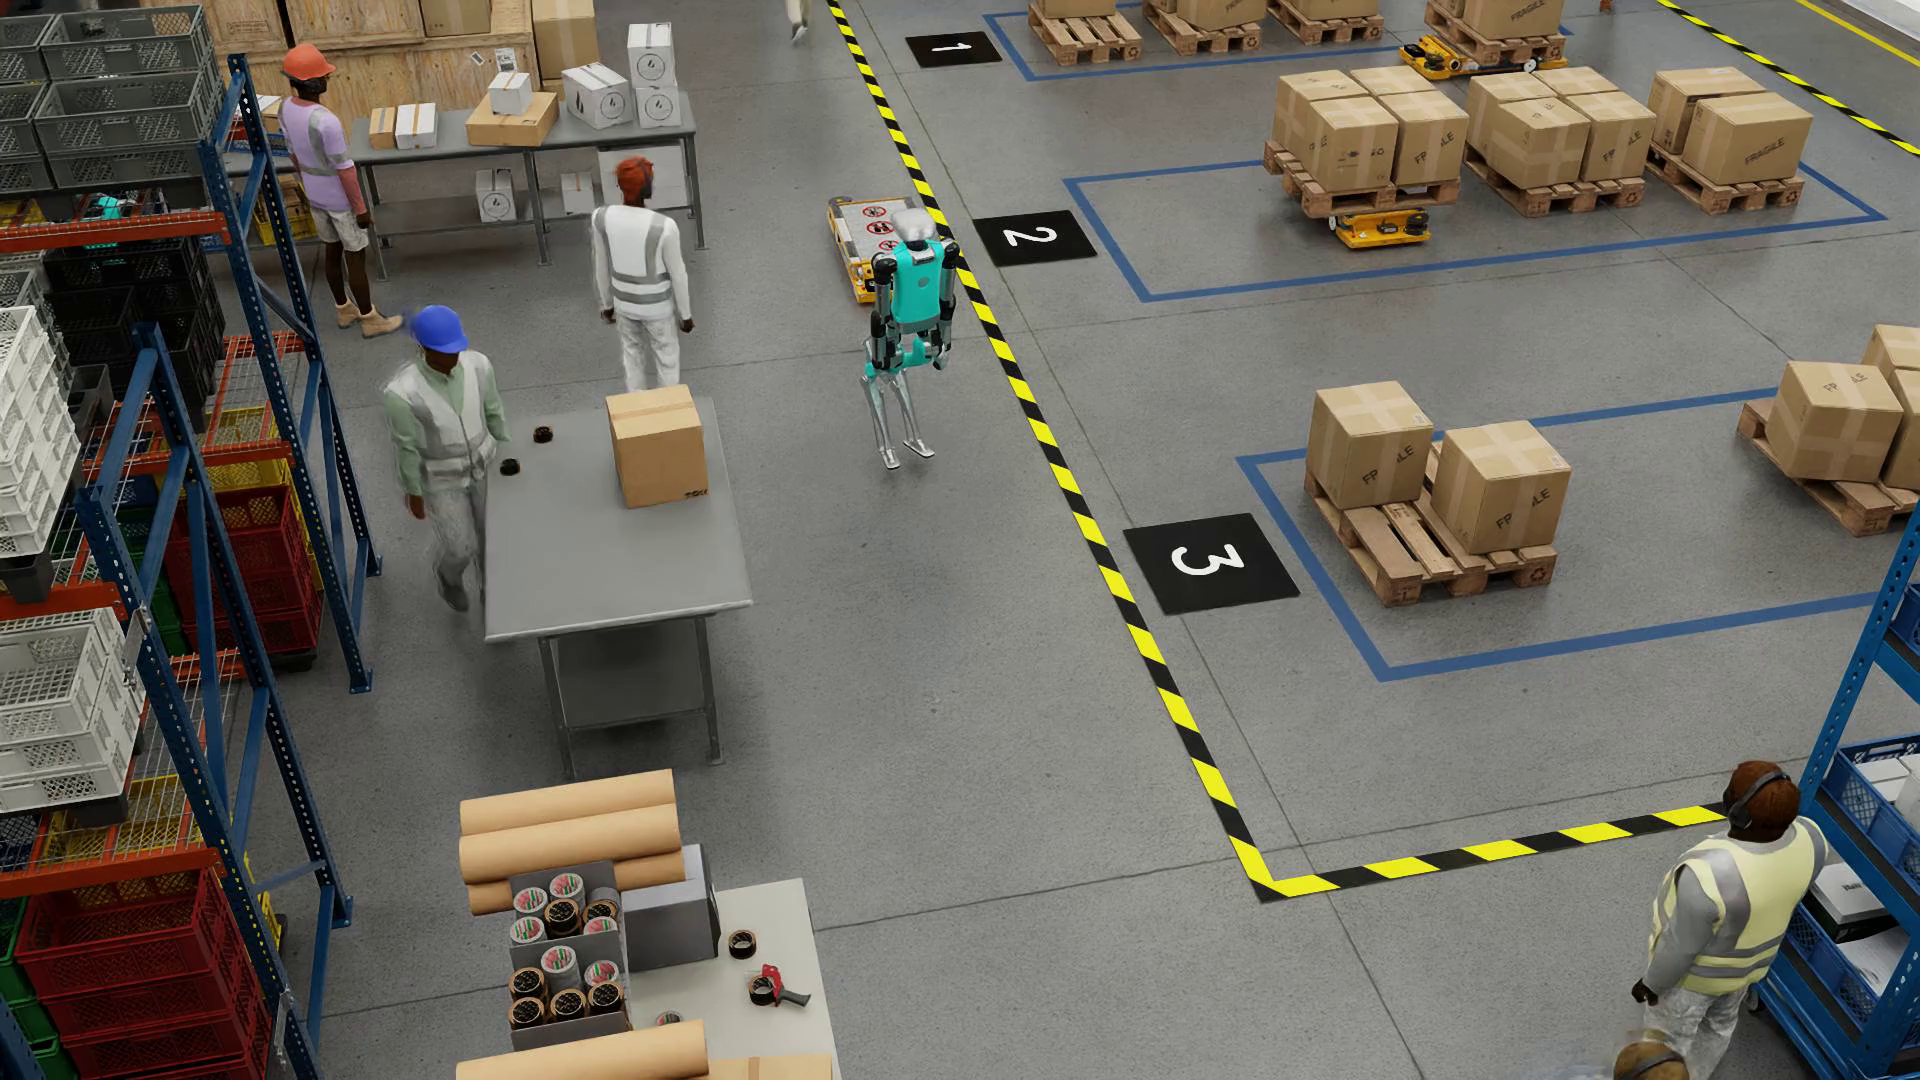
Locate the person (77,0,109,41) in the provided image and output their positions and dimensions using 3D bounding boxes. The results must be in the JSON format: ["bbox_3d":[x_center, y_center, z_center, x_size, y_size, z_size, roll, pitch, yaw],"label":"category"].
[{"bbox_3d":[-8.594,-5.739,15.972,0.404,1.818,0.631,-20,41,-25],"label":"person"}]

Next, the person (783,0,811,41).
[{"bbox_3d":[-1.571,-5.700,15.975,0.581,1.749,0.728,-15,39,-19],"label":"person"}]

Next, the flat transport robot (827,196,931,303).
[{"bbox_3d":[-0.570,-2.220,12.538,0.659,0.231,1.431,-8,37,-10],"label":"flat transport robot"}]

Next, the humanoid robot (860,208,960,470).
[{"bbox_3d":[-0.369,-1.244,9.887,0.533,1.671,0.735,-18,40,-22],"label":"humanoid robot"}]

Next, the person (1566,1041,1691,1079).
[{"bbox_3d":[1.955,2.120,5.341,0.654,1.888,0.990,-4,37,-5],"label":"person"}]

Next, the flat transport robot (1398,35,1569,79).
[{"bbox_3d":[4.963,-4.628,15.751,1.431,0.197,0.652,-8,37,-10],"label":"flat transport robot"}]

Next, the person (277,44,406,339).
[{"bbox_3d":[-4.202,-2.328,11.199,0.605,2.044,0.370,24,43,29],"label":"person"}]

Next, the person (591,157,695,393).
[{"bbox_3d":[-1.923,-1.428,10.137,0.595,1.876,0.417,13,39,17],"label":"person"}]

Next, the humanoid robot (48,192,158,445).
[{"bbox_3d":[-5.084,-1.313,10.005,0.533,1.691,0.740,-5,37,-6],"label":"humanoid robot"}]

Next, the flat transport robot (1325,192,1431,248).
[{"bbox_3d":[3.134,-2.740,13.213,0.652,0.197,1.431,-8,37,-10],"label":"flat transport robot"}]

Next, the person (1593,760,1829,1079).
[{"bbox_3d":[2.760,1.528,6.182,0.622,1.845,0.431,-16,40,-21],"label":"person"}]

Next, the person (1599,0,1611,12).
[{"bbox_3d":[6.746,-6.340,16.745,0.588,1.859,0.767,7,37,9],"label":"person"}]

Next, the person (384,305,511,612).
[{"bbox_3d":[-2.588,-0.361,8.643,0.444,1.929,0.629,30,46,34],"label":"person"}]
